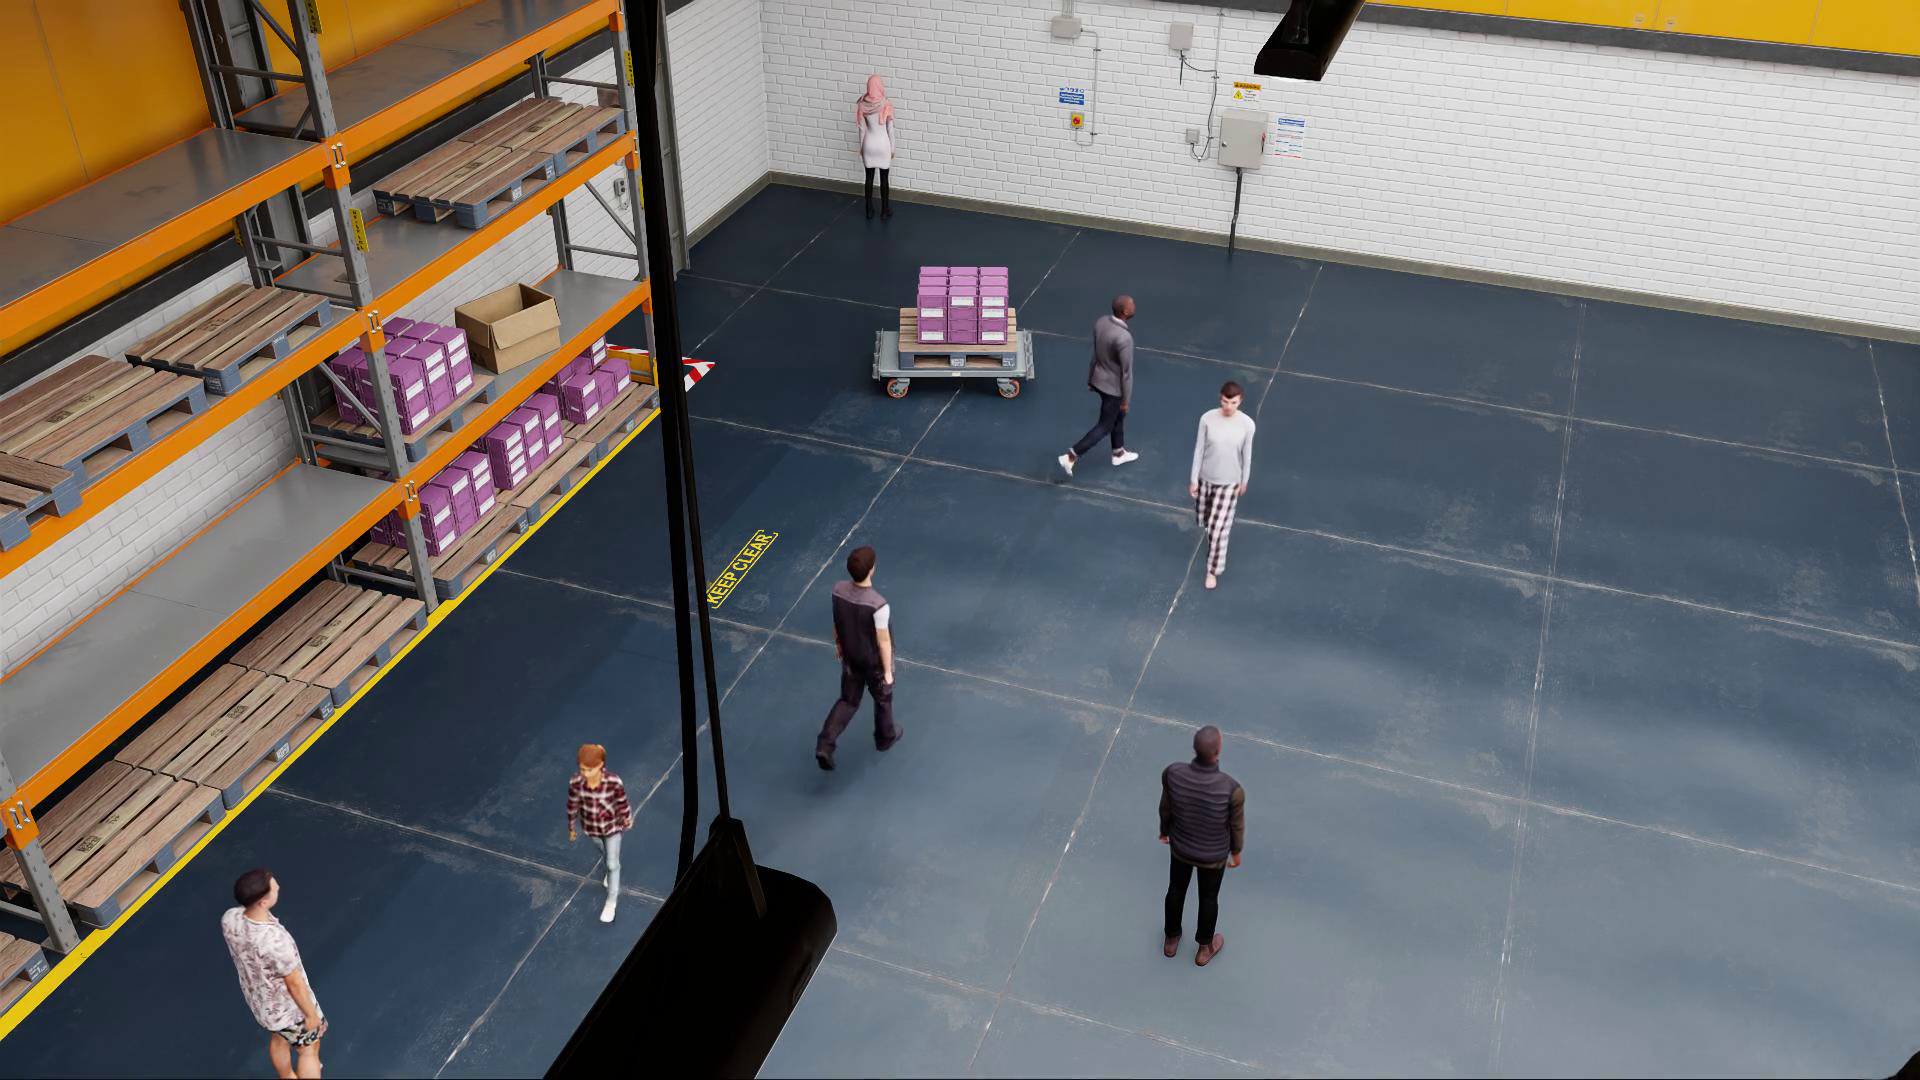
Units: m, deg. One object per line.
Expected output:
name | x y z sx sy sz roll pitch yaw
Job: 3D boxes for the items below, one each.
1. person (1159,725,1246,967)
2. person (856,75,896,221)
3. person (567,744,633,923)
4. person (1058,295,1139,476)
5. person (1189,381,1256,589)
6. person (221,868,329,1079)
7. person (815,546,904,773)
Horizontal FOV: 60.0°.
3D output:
person | 1.481 1.901 10.343 0.712 1.838 0.590 15 36 21
person | -1.026 -4.846 20.526 0.667 1.803 0.643 5 34 7
person | -2.347 1.819 10.975 0.685 1.276 0.924 3 34 4
person | 1.299 -1.390 15.343 1.229 1.783 1.196 -13 36 -18
person | 2.188 -0.552 14.051 0.637 1.818 1.056 10 35 15
person | -3.851 2.563 9.372 0.715 1.811 0.645 19 38 26
person | -0.738 0.890 11.877 0.826 1.824 1.134 20 39 28
